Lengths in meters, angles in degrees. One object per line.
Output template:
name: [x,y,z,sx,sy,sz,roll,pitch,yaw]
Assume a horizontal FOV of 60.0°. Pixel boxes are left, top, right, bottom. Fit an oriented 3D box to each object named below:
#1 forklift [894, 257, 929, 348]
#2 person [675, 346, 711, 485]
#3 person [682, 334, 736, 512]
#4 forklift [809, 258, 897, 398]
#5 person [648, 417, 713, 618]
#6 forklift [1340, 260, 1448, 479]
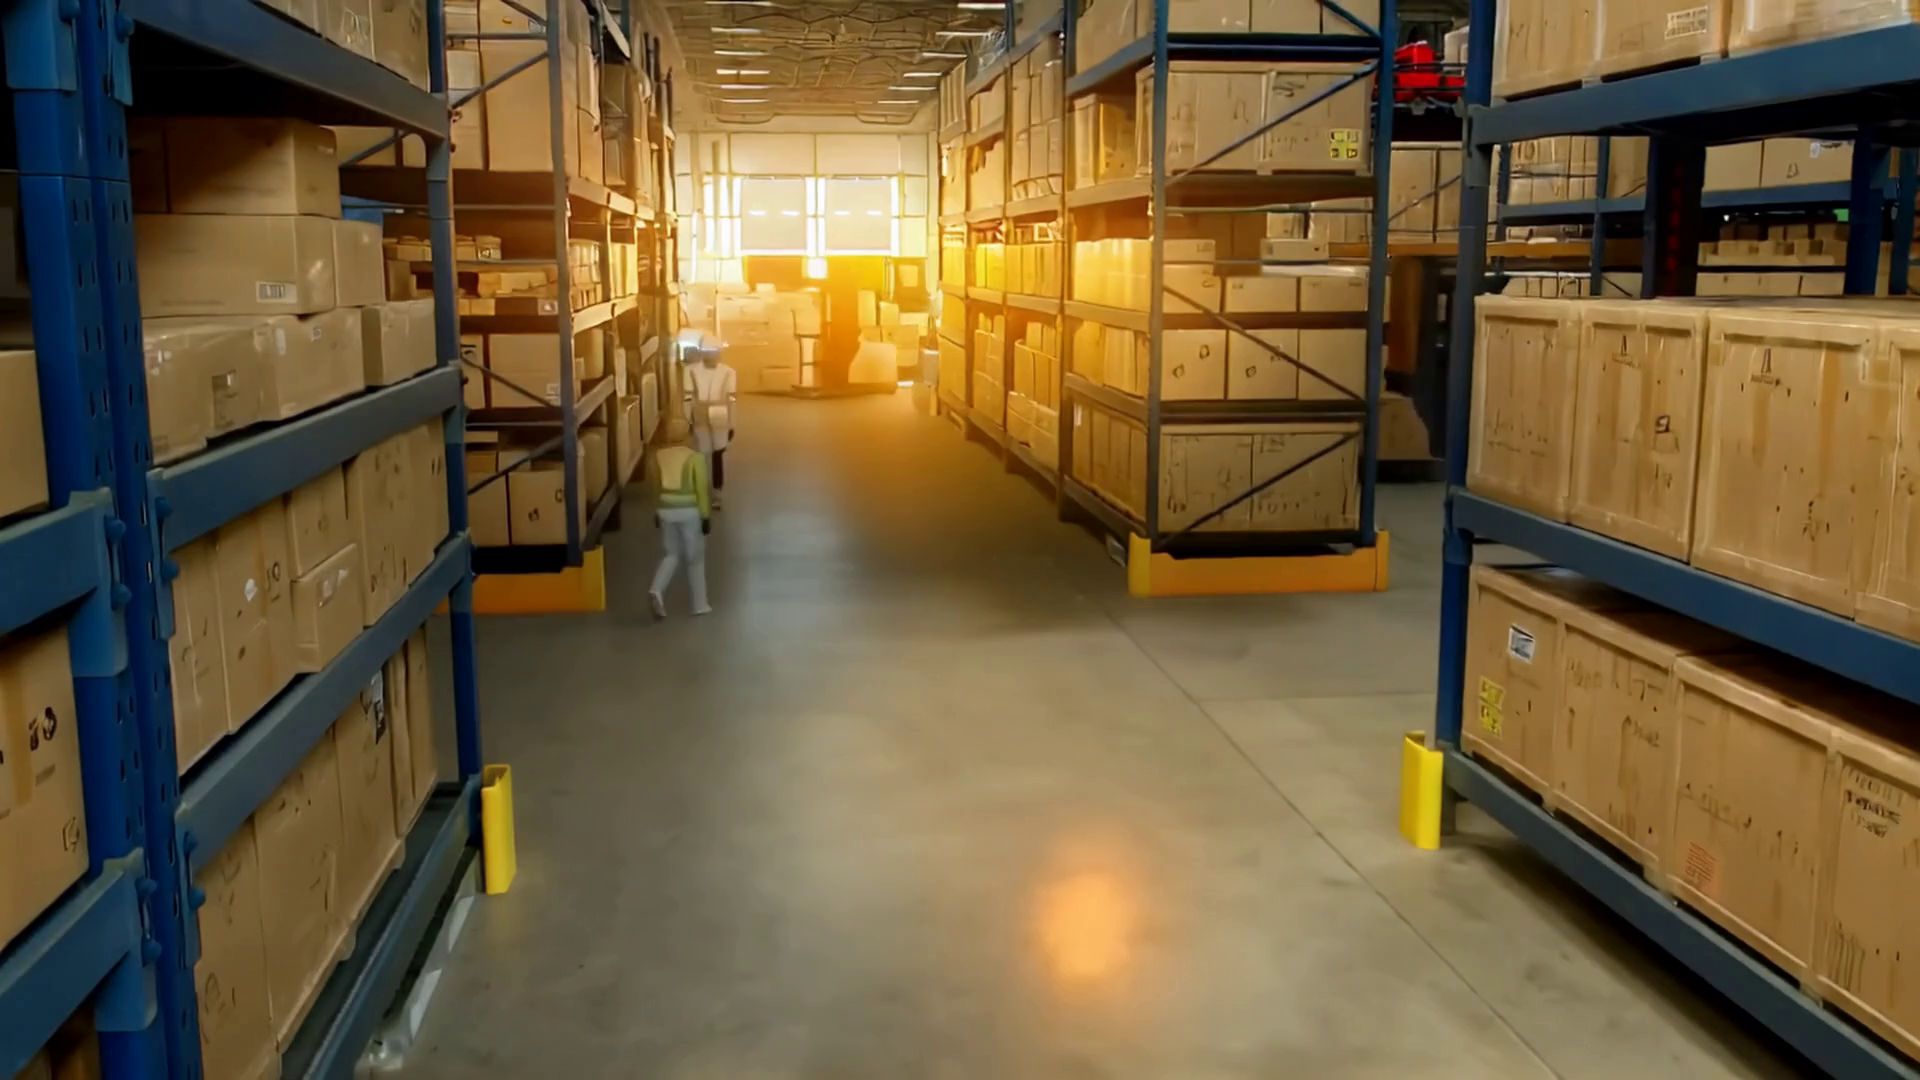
forklift: [-1.574,-7.394,51.613,1.129,2.768,1.873,-1,10,-7]
person: [-3.262,-1.474,20.325,0.429,1.801,0.750,-1,10,-8]
person: [-2.865,-1.365,19.074,0.603,2.007,1.026,-1,10,-6]
forklift: [-2.307,-4.330,33.776,1.873,2.768,1.129,-4,10,-20]
person: [-2.261,-0.166,13.204,0.558,1.616,0.580,4,10,21]
forklift: [5.753,-2.195,21.346,1.873,2.768,1.129,-1,10,-7]
